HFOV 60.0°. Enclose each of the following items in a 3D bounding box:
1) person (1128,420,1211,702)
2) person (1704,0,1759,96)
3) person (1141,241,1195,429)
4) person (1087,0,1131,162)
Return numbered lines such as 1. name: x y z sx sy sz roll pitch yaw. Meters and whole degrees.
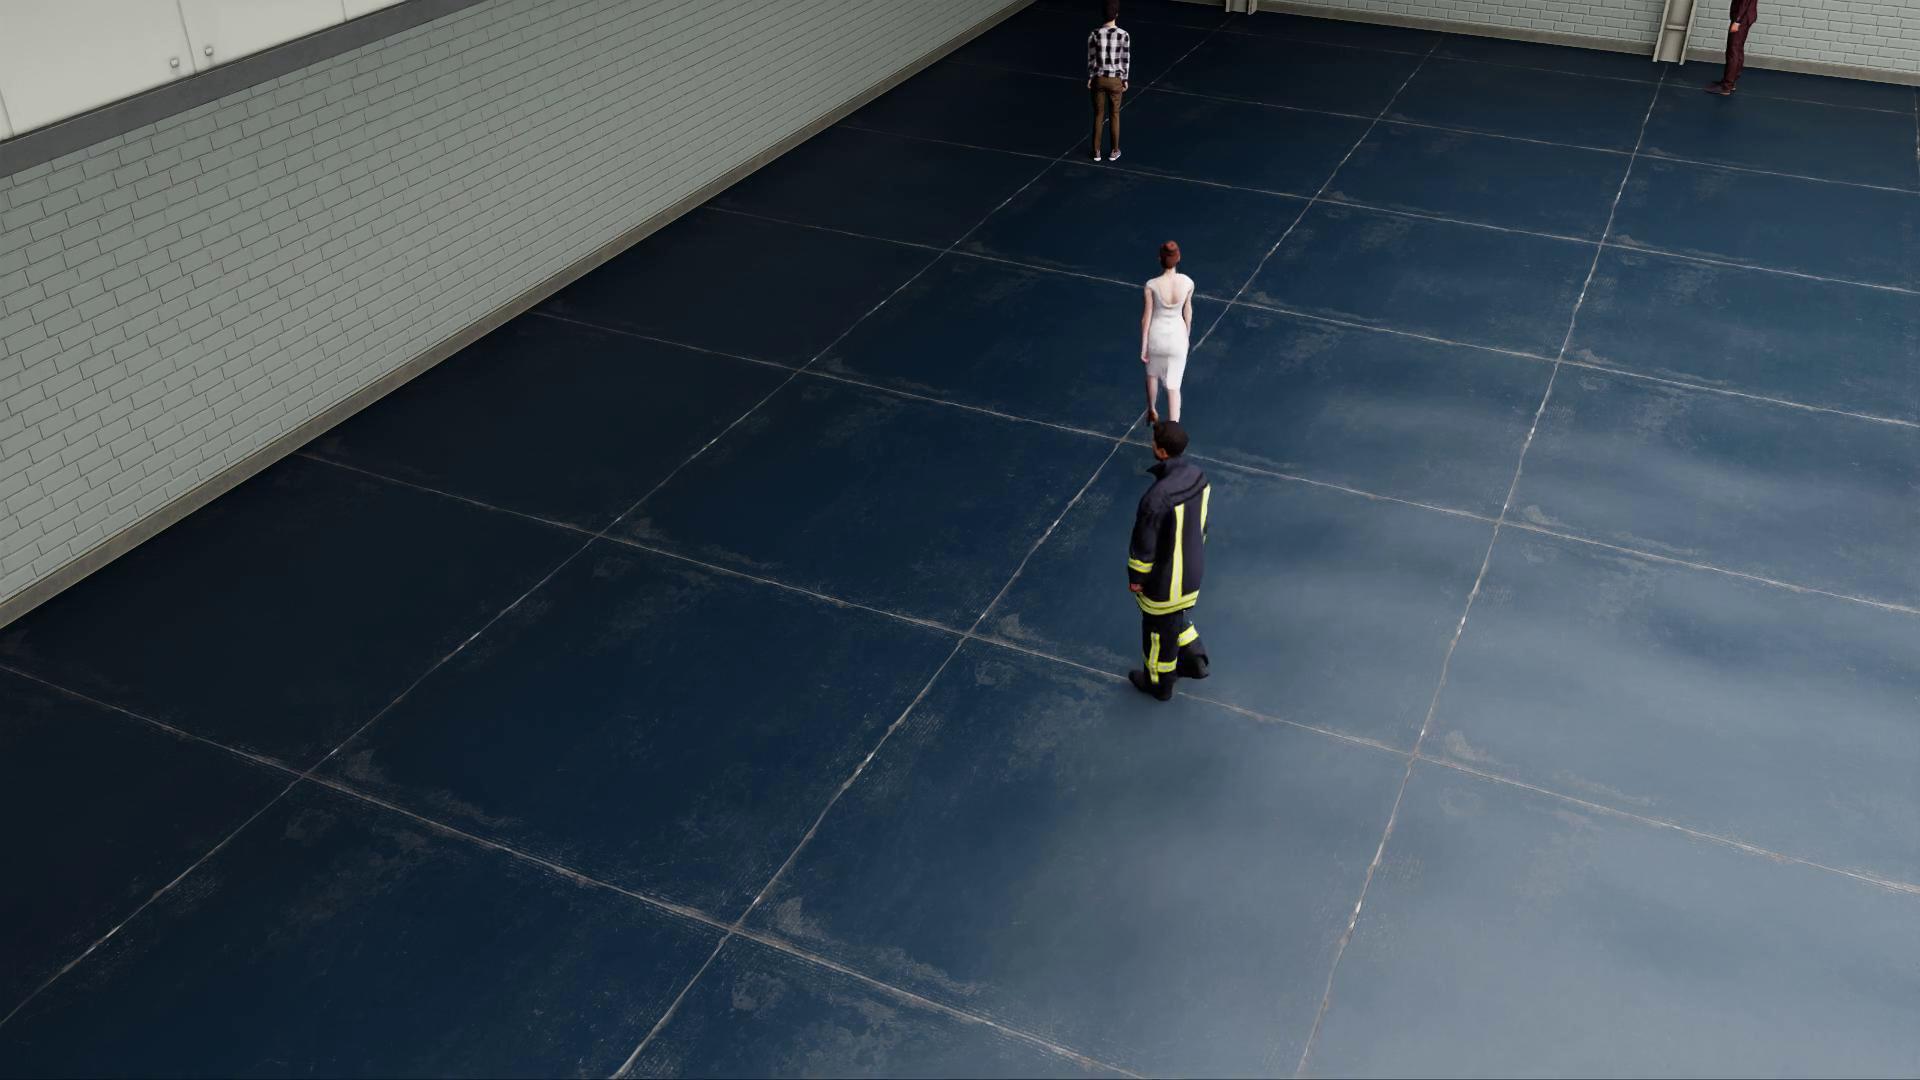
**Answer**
1. person: 1.346 0.184 10.131 0.839 1.913 0.862 22 38 31
2. person: 9.831 -6.564 20.871 0.676 1.866 0.730 22 38 31
3. person: 1.614 -1.433 12.845 1.132 1.751 0.997 -2 32 -3
4. person: 1.665 -5.184 18.738 0.596 1.808 0.753 2 32 4
